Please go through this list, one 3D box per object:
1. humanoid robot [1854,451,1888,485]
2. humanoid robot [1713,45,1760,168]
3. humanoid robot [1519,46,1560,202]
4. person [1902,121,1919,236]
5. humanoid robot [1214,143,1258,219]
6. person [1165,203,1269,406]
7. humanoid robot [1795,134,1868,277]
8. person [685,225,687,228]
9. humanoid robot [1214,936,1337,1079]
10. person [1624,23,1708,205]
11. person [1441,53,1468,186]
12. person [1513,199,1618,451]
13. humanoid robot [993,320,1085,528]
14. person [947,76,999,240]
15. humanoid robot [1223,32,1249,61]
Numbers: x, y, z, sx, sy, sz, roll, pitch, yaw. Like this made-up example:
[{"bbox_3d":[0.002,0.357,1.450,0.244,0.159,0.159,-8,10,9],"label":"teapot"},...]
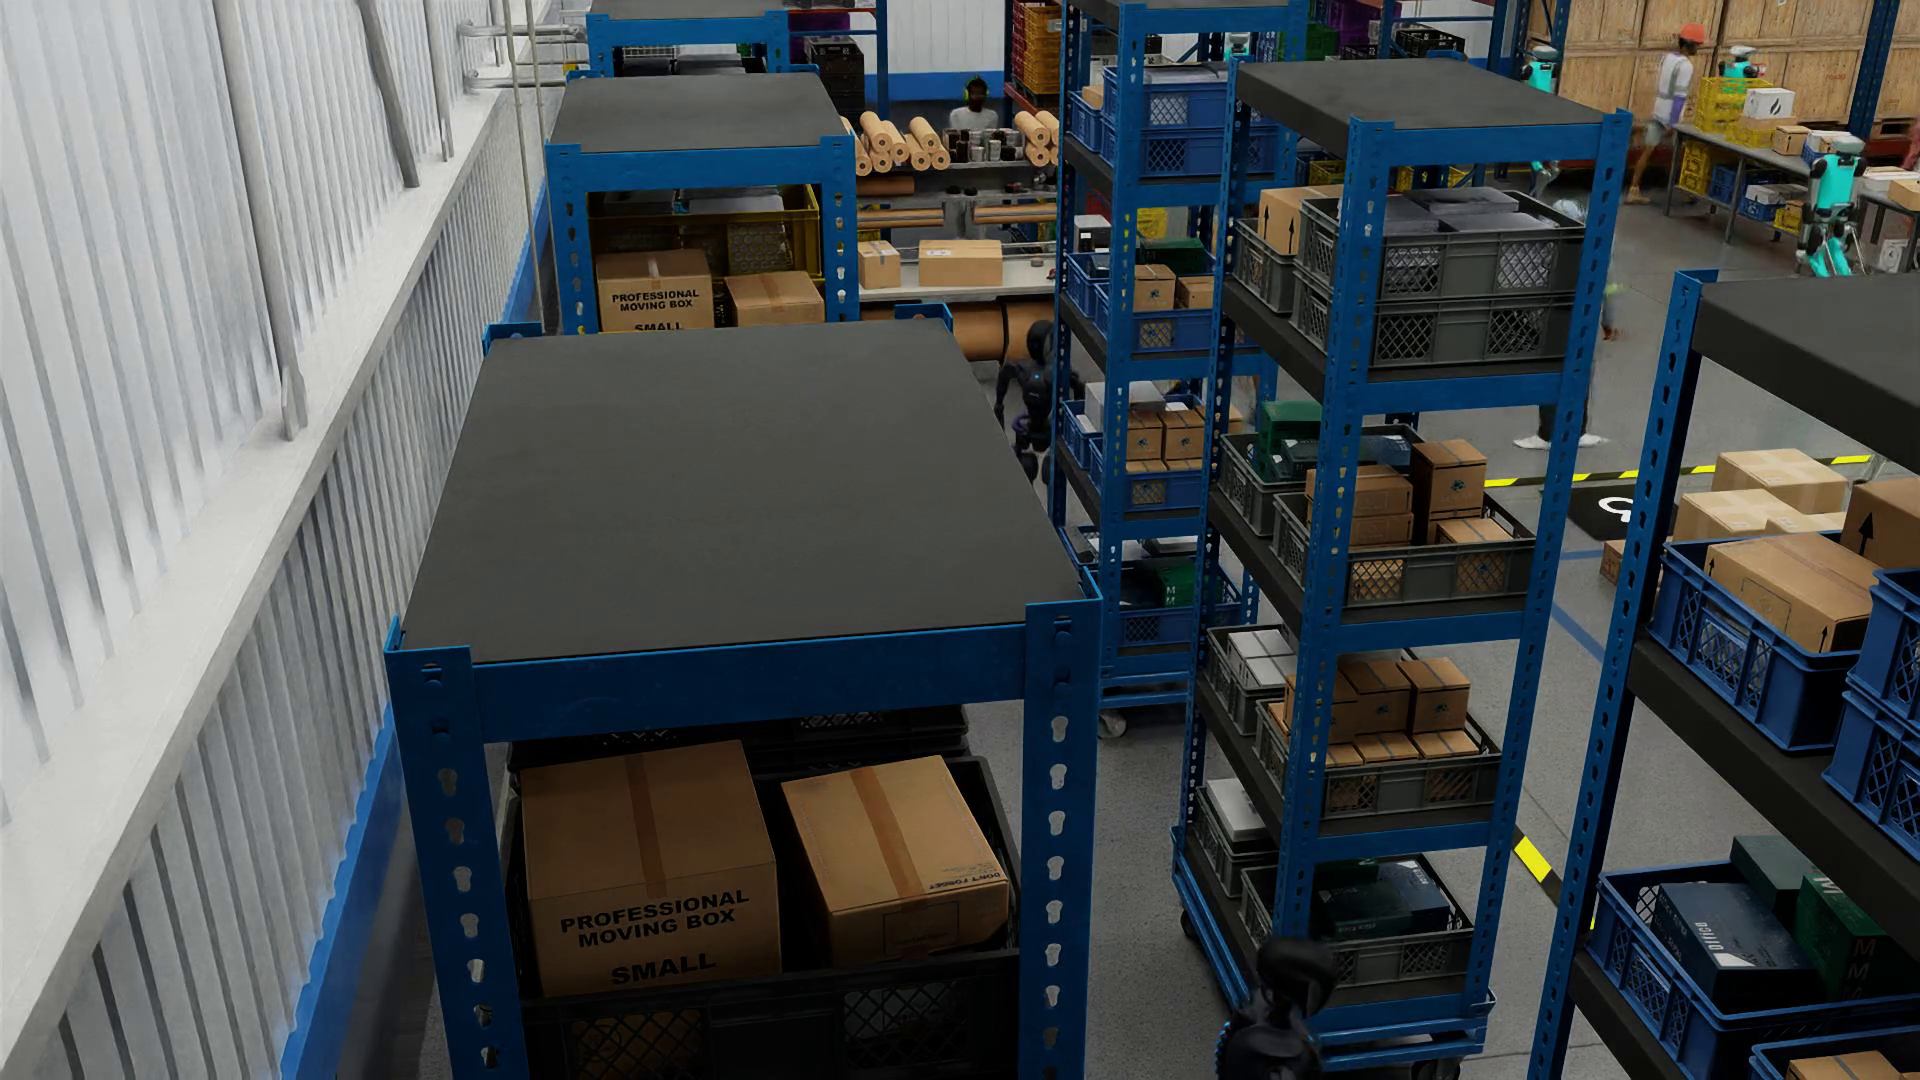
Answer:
[{"bbox_3d":[6.293,-1.029,10.804,0.955,1.764,0.544,-12,27,-24],"label":"humanoid robot"},{"bbox_3d":[8.731,-4.591,18.536,0.672,1.807,0.531,-8,26,-16],"label":"humanoid robot"},{"bbox_3d":[6.433,-4.421,18.215,0.532,1.854,0.725,-13,28,-26],"label":"humanoid robot"},{"bbox_3d":[9.249,-3.407,15.803,0.626,1.871,0.931,5,25,11],"label":"person"},{"bbox_3d":[2.732,-3.381,15.984,0.589,1.636,0.630,0,25,-1],"label":"humanoid robot"},{"bbox_3d":[1.988,-1.733,12.126,0.957,1.901,0.538,-2,25,-4],"label":"person"},{"bbox_3d":[7.378,-2.388,13.773,0.548,1.796,0.912,-8,26,-16],"label":"humanoid robot"},{"bbox_3d":[-2.751,-3.705,16.560,0.308,1.768,0.521,-12,27,-23],"label":"person"},{"bbox_3d":[0.749,1.808,4.694,0.485,1.644,0.611,2,25,4],"label":"humanoid robot"},{"bbox_3d":[7.994,-4.700,18.446,1.019,1.990,0.611,-3,25,-7],"label":"person"},{"bbox_3d":[5.151,-4.233,17.630,0.346,1.837,0.500,-14,28,-28],"label":"person"},{"bbox_3d":[4.331,-1.511,11.744,0.729,1.813,0.368,-6,25,-13],"label":"person"},{"bbox_3d":[0.444,-0.494,9.716,0.611,1.626,0.727,7,26,15],"label":"humanoid robot"},{"bbox_3d":[0.110,-3.642,16.350,0.525,1.831,0.918,-2,25,-5],"label":"person"},{"bbox_3d":[3.198,-4.966,19.176,0.533,1.677,0.735,1,25,3],"label":"humanoid robot"}]
